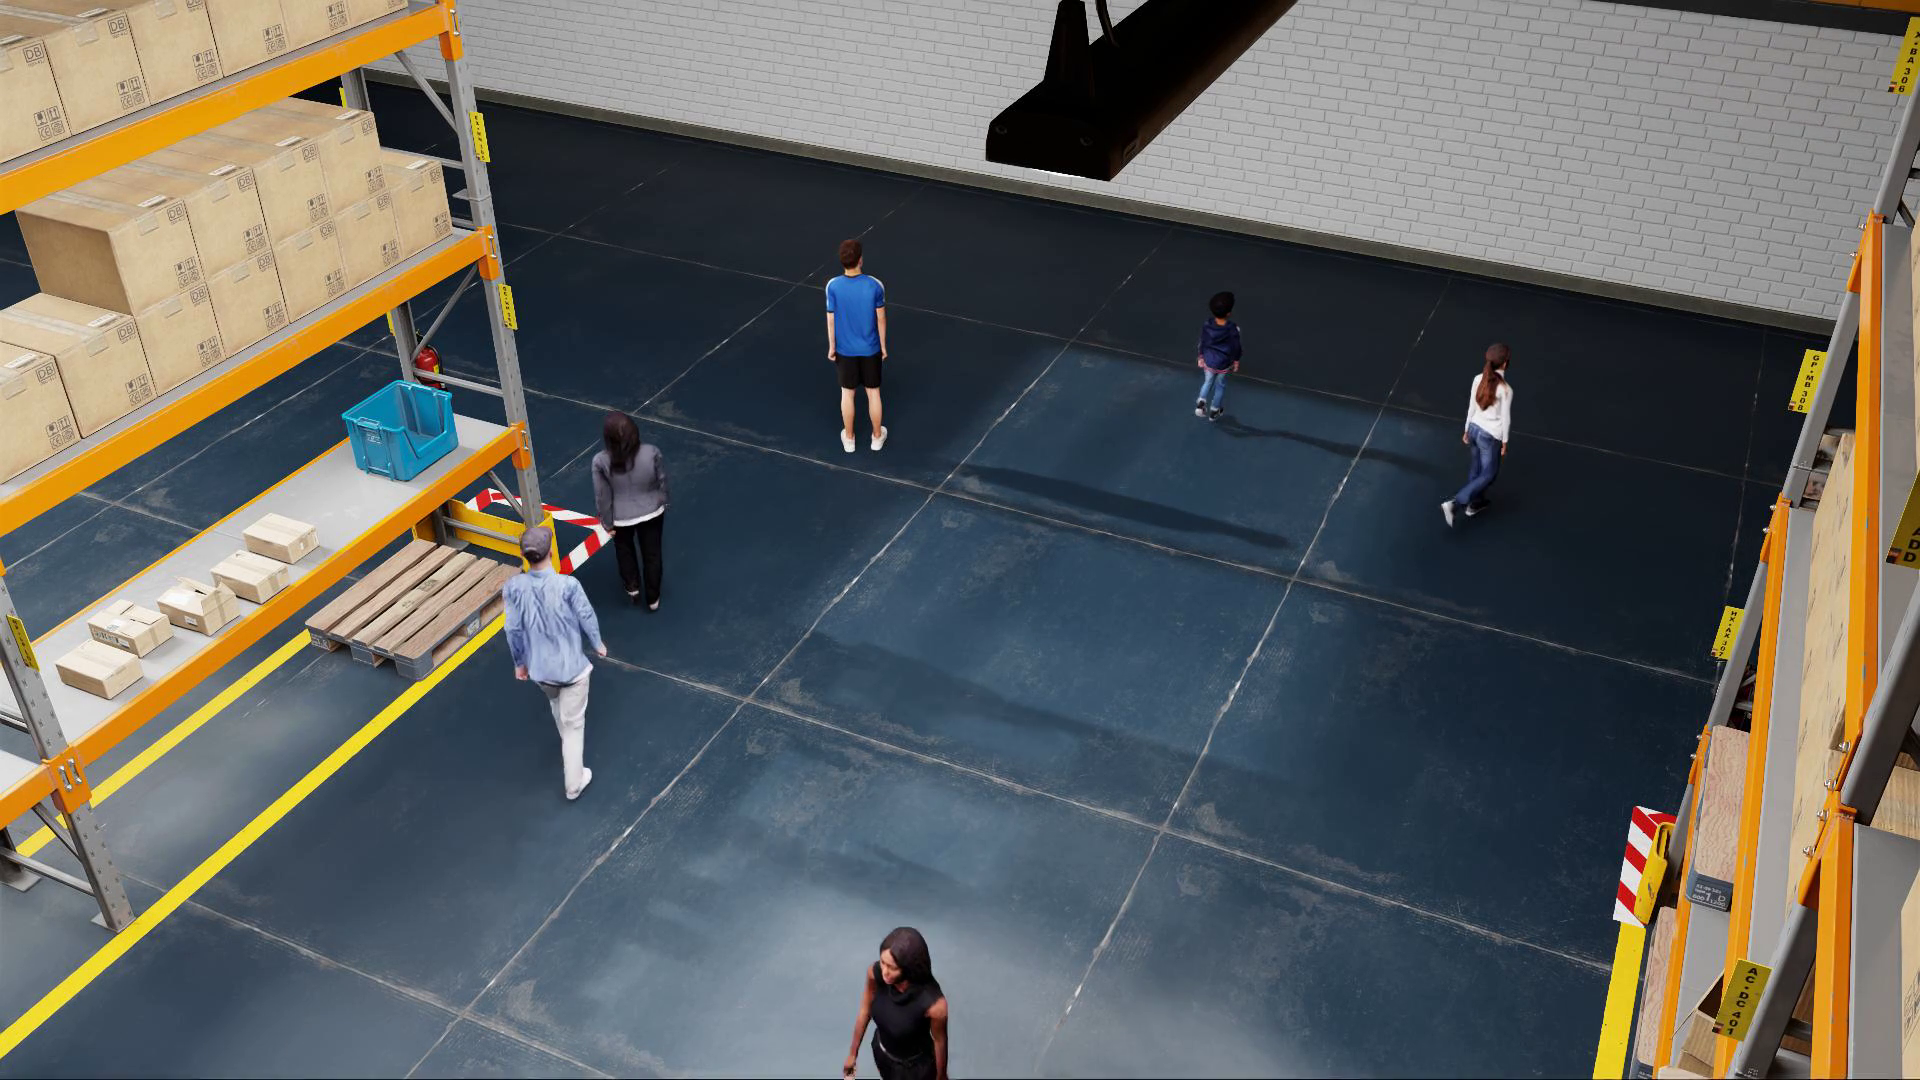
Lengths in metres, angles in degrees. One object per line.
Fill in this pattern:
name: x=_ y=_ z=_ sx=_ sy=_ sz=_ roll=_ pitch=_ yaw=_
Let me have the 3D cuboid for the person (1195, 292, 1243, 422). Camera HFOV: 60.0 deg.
person: x=2.192 y=-1.547 z=14.261 sx=0.563 sy=1.214 sz=0.627 roll=20 pitch=39 yaw=28

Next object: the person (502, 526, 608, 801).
person: x=-2.475 y=0.801 z=10.145 sx=0.841 sy=1.860 sz=1.046 roll=6 pitch=34 yaw=8

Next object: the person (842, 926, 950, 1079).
person: x=-0.198 y=2.421 z=7.836 sx=0.729 sy=1.717 sz=0.865 roll=27 pitch=42 yaw=35

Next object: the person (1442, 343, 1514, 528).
person: x=4.003 y=-0.778 z=12.807 sx=0.995 sy=1.543 sz=0.809 roll=-22 pitch=39 yaw=-29

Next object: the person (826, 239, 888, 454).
person: x=-0.849 y=-1.602 z=13.754 sx=0.742 sy=1.867 sz=0.748 roll=-2 pitch=34 yaw=-3

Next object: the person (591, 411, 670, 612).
person: x=-2.316 y=-0.164 z=11.849 sx=0.811 sy=1.579 sz=0.855 roll=-7 pitch=34 yaw=-10
